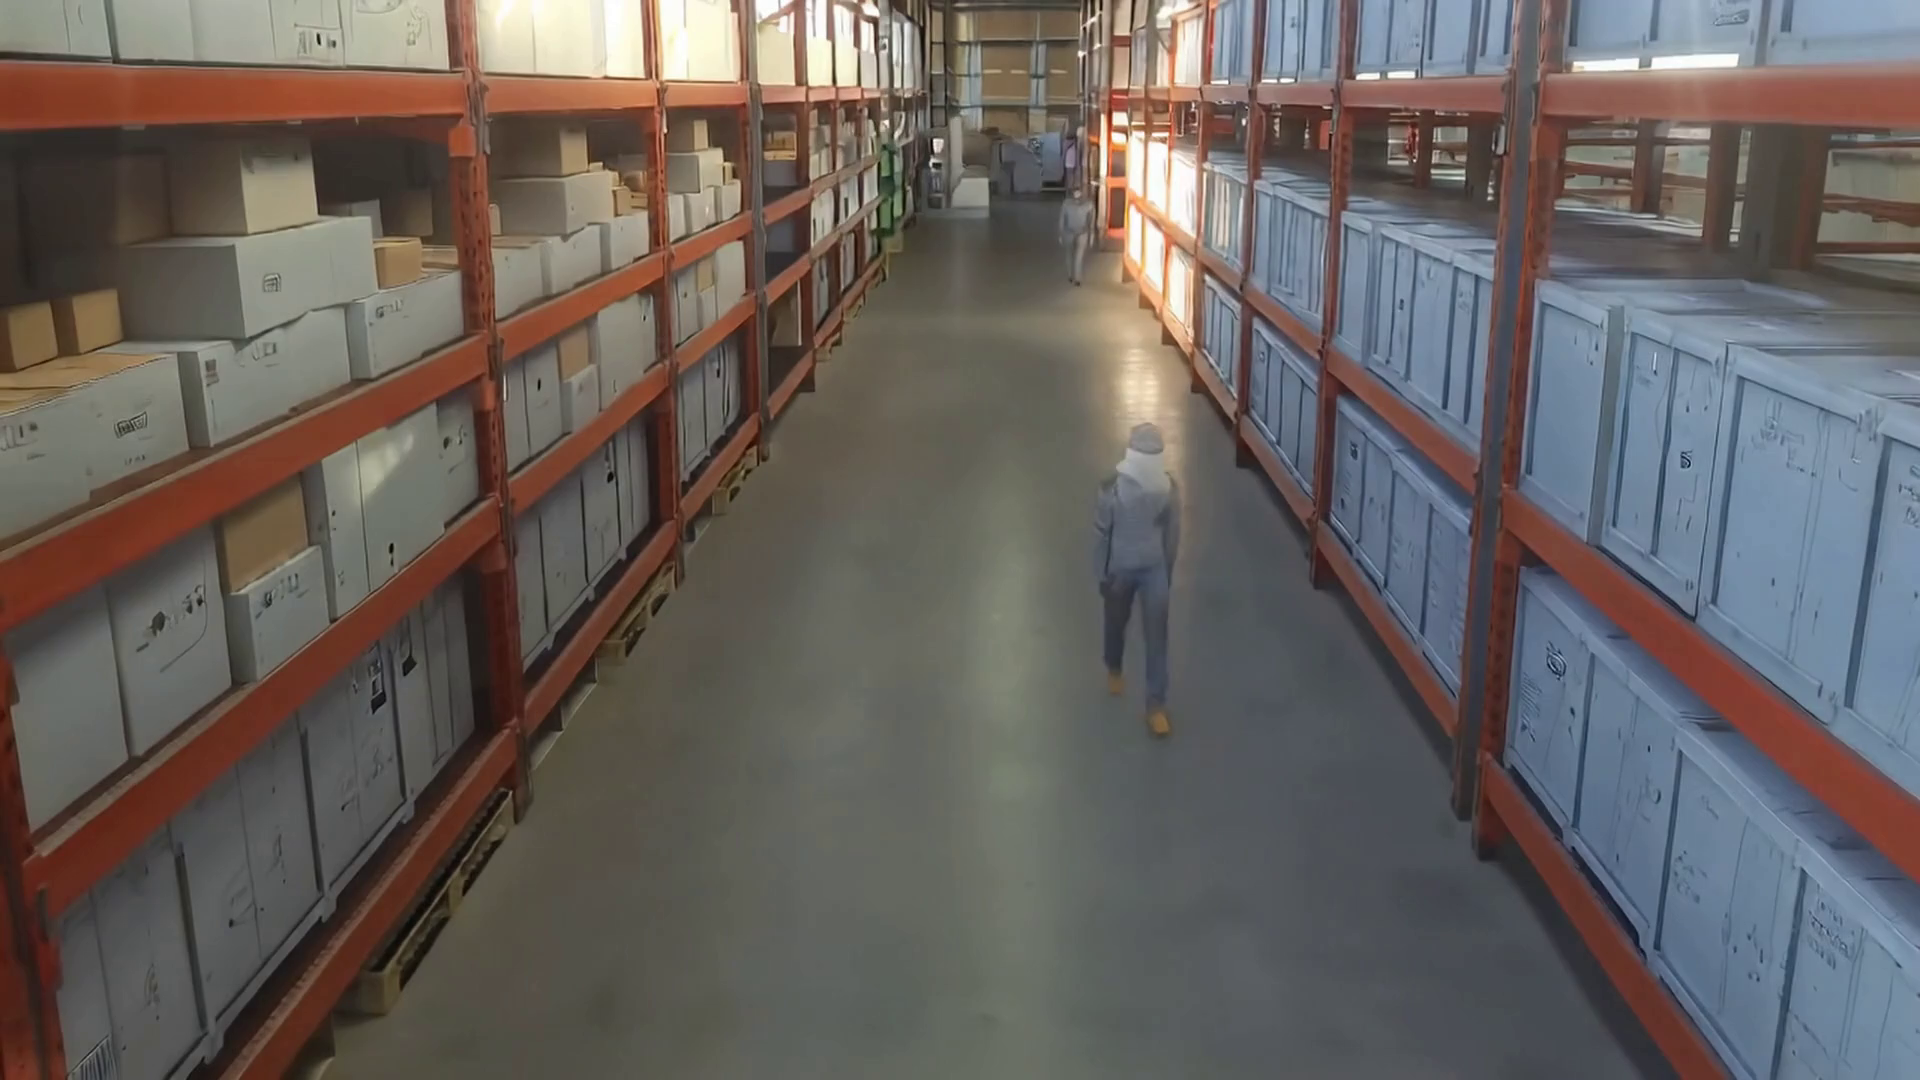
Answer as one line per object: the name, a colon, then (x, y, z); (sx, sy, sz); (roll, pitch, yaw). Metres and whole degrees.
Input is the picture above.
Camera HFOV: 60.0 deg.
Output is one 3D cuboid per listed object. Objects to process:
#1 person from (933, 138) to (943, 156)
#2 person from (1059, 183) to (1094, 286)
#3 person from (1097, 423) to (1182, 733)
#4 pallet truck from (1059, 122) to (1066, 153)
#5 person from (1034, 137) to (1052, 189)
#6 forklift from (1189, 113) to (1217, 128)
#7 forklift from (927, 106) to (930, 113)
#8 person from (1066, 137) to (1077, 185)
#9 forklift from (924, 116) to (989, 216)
person: (-0.942, -15.952, 68.929); (0.635, 1.939, 0.362); (4, 15, 13)
person: (2.160, -5.676, 30.819); (0.645, 1.884, 0.740); (2, 15, 7)
person: (1.005, 0.156, 9.461); (0.488, 1.699, 0.908); (-1, 15, -3)
pallet truck: (5.788, -21.111, 88.014); (1.885, 1.965, 0.823); (5, 16, 18)
person: (3.001, -13.901, 61.358); (0.945, 1.898, 0.563); (6, 16, 20)
forklift: (7.981, -12.718, 55.110); (1.129, 2.768, 1.873); (0, 15, 1)
forklift: (-2.001, -20.667, 84.687); (1.129, 2.768, 1.873); (0, 15, 2)
person: (3.851, -12.785, 57.040); (0.376, 1.995, 0.612); (-8, 17, -27)
forklift: (-0.089, -10.751, 47.794); (1.873, 2.768, 1.129); (0, 15, 2)
